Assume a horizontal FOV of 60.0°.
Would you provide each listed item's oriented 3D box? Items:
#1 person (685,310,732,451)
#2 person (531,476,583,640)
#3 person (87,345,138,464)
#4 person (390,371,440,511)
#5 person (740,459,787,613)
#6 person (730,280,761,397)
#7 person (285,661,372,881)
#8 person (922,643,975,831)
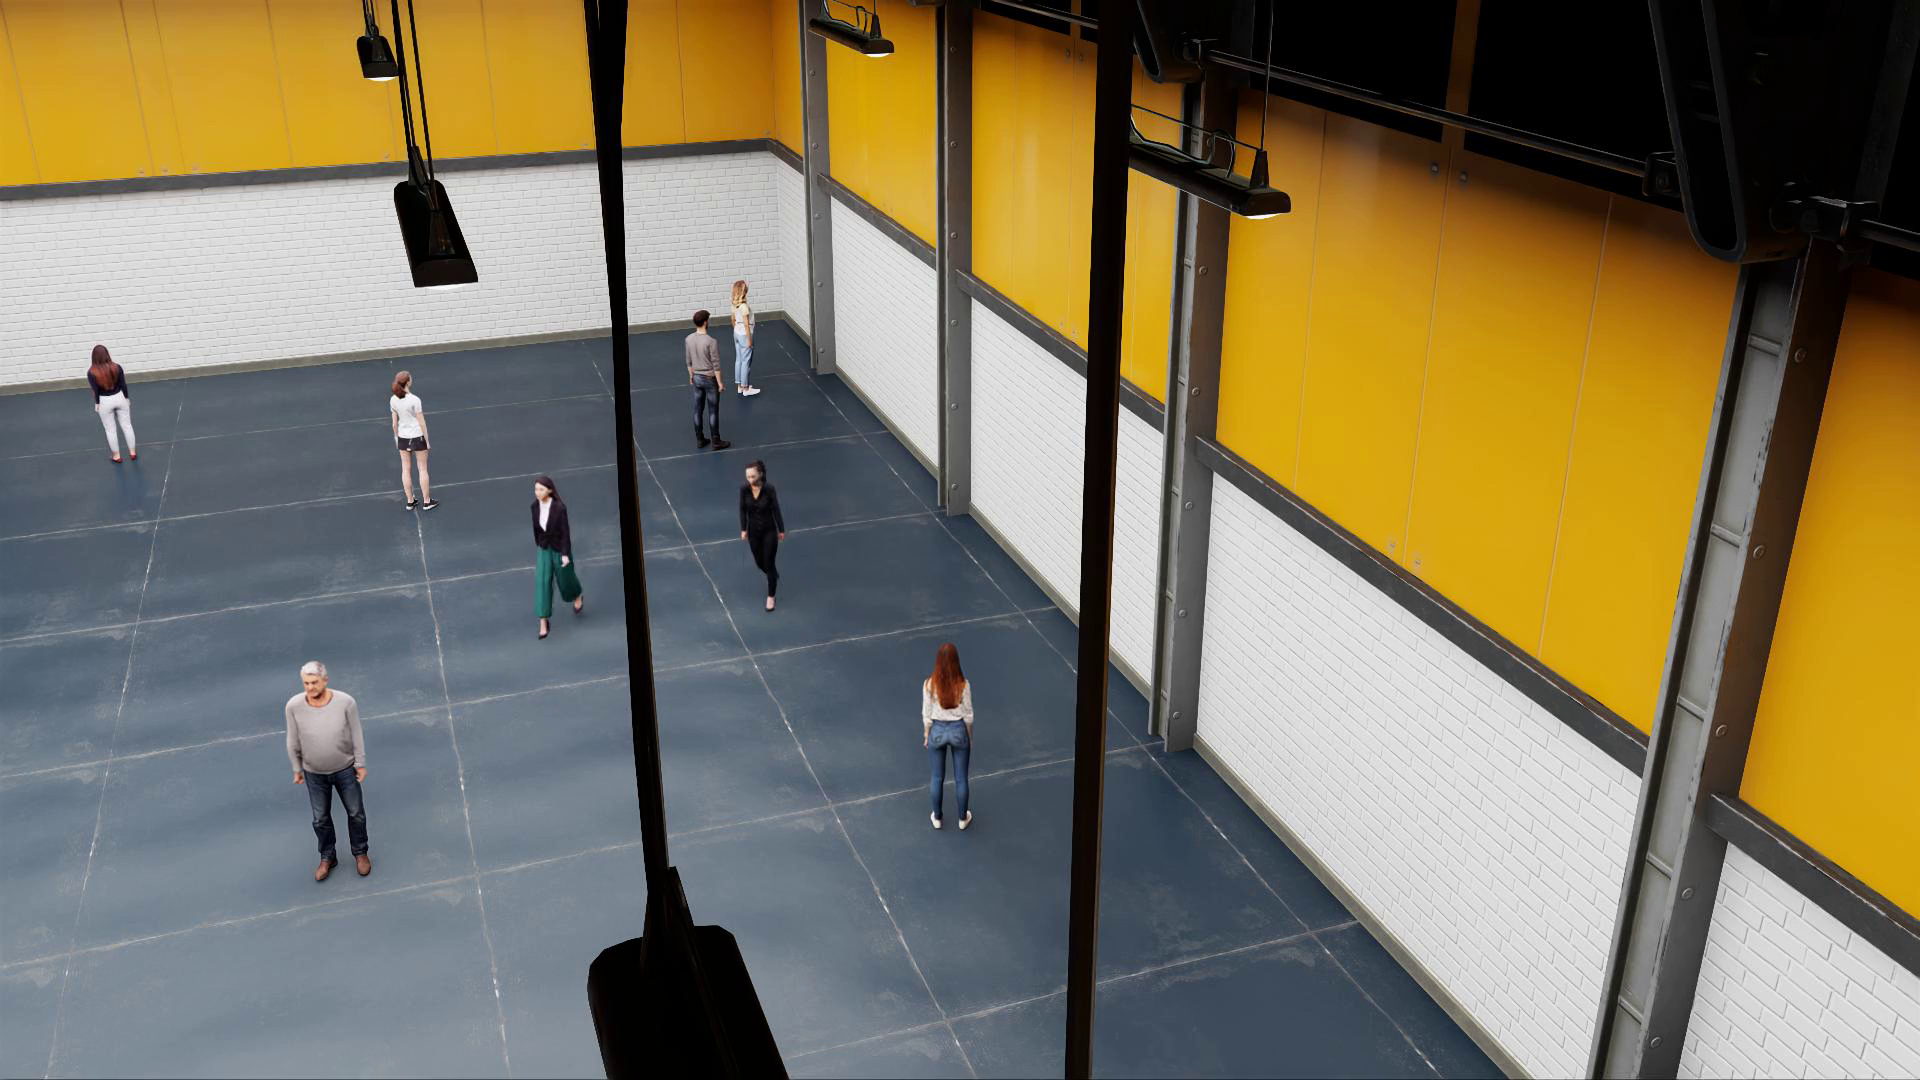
[{"bbox_3d":[-3.431,-2.152,22.376,0.760,1.905,0.832,12,26,25],"label":"person"},{"bbox_3d":[-4.198,0.130,17.413,0.944,1.699,1.165,4,24,8],"label":"person"},{"bbox_3d":[-11.204,-1.811,21.967,0.667,1.608,0.655,-19,30,-37],"label":"person"},{"bbox_3d":[-6.747,-1.225,20.448,0.654,1.750,0.664,3,24,6],"label":"person"},{"bbox_3d":[-2.122,-0.094,17.930,0.893,1.696,1.037,1,24,3],"label":"person"},{"bbox_3d":[-3.199,-2.987,24.514,0.740,1.723,0.570,-15,28,-31],"label":"person"},{"bbox_3d":[-5.042,1.810,13.307,0.757,1.910,0.665,-5,24,-11],"label":"person"},{"bbox_3d":[-0.094,1.638,13.928,0.643,1.728,0.630,1,24,3],"label":"person"}]
